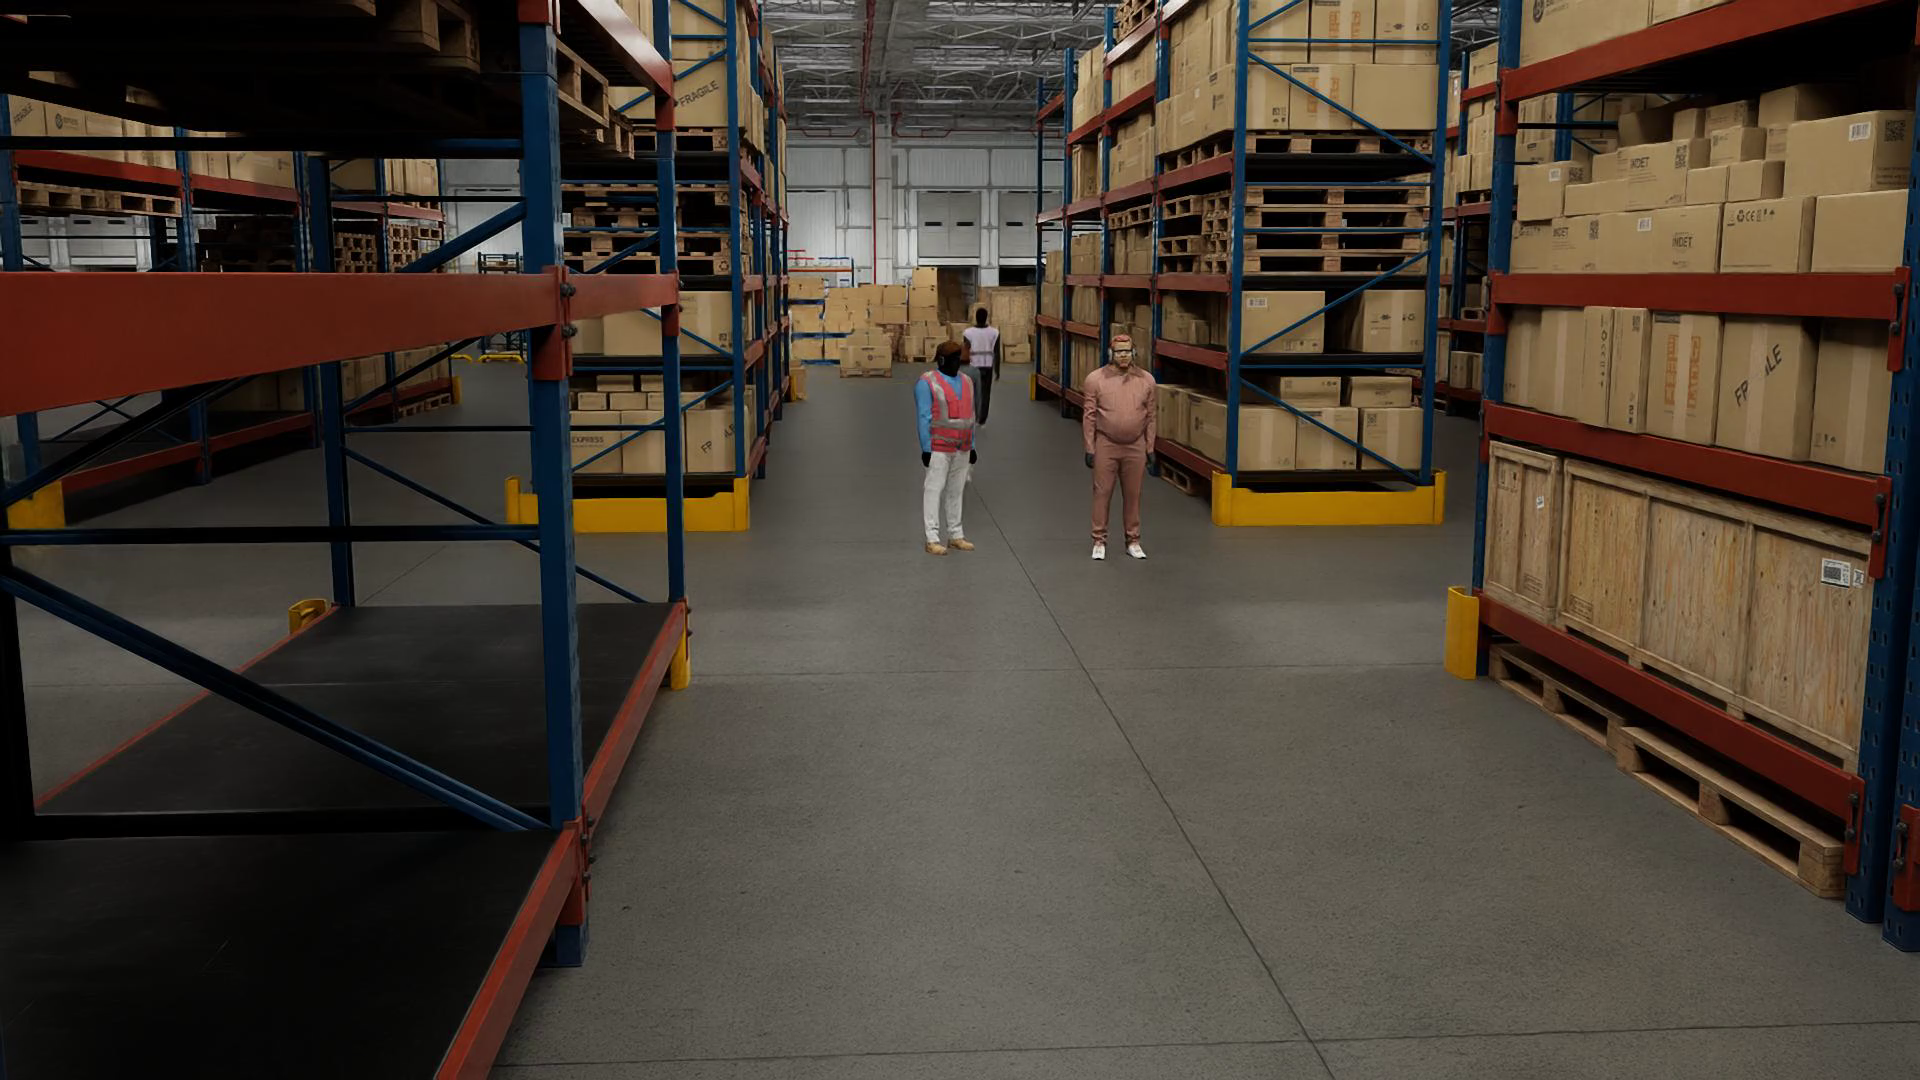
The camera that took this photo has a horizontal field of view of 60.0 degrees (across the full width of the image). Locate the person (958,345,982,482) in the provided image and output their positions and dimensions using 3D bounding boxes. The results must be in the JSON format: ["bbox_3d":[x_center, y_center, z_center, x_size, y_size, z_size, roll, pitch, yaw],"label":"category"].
[{"bbox_3d":[-0.005,-1.493,19.551,0.525,1.586,0.874,-1,9,-9],"label":"person"}]

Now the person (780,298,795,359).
[{"bbox_3d":[-4.418,-5.023,40.961,0.912,1.830,0.511,3,10,19],"label":"person"}]

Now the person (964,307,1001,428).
[{"bbox_3d":[0.350,-2.739,26.398,0.610,1.888,0.764,0,9,-2],"label":"person"}]

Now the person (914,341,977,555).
[{"bbox_3d":[-0.096,-0.800,14.407,0.622,1.845,0.429,-8,12,-42],"label":"person"}]

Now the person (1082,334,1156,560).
[{"bbox_3d":[1.357,-0.780,14.079,0.641,1.908,0.408,-1,9,-8],"label":"person"}]

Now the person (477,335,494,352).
[{"bbox_3d":[-14.875,-6.778,51.847,0.761,1.875,0.425,2,9,11],"label":"person"}]
